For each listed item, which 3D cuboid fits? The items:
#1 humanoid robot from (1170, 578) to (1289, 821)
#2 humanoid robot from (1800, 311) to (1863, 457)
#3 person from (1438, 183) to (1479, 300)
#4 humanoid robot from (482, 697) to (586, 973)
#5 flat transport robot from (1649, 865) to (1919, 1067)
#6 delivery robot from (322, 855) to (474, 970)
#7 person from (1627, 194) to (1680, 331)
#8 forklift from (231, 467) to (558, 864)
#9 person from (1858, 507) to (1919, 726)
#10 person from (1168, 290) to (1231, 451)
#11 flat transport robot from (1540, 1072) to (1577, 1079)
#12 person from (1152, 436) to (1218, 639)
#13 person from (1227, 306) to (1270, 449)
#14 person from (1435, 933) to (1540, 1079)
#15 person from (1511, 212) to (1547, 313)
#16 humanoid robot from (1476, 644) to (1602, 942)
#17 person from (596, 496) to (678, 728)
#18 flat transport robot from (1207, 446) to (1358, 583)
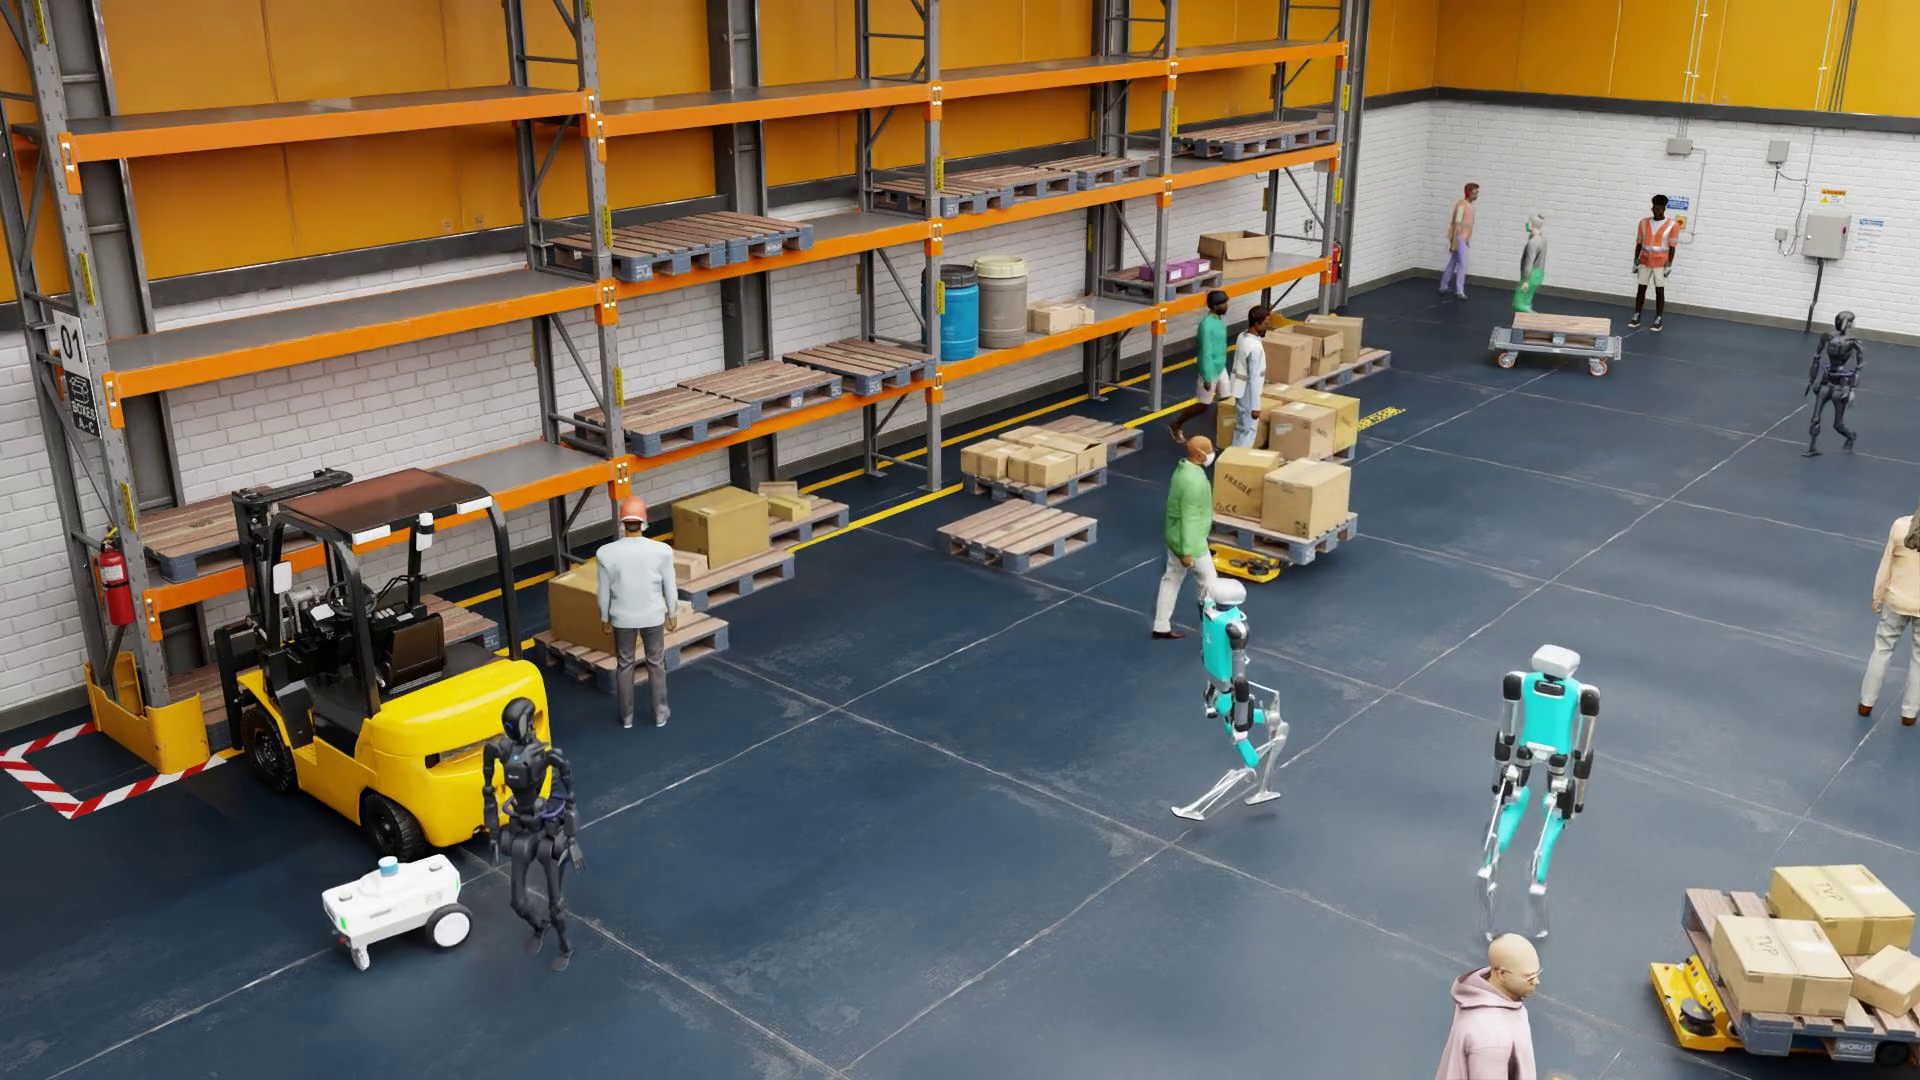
[{"bbox_3d":[1.842,1.039,10.626,1.025,1.724,0.555,-7,21,-17],"label":"humanoid robot"},{"bbox_3d":[9.616,-1.724,18.211,0.623,1.629,0.612,-10,23,-26],"label":"humanoid robot"},{"bbox_3d":[7.838,-4.709,26.112,0.591,1.804,0.632,12,23,30],"label":"person"},{"bbox_3d":[-2.330,1.607,9.188,0.590,1.649,0.395,4,21,11],"label":"humanoid robot"},{"bbox_3d":[4.498,2.479,8.835,1.431,0.231,0.659,2,20,7],"label":"flat transport robot"},{"bbox_3d":[-3.198,2.089,9.503,0.783,0.611,0.504,-15,25,-34],"label":"delivery robot"},{"bbox_3d":[9.997,-4.006,23.983,0.592,1.957,0.379,18,27,40],"label":"person"},{"bbox_3d":[-3.730,0.710,10.856,2.313,2.155,1.214,17,26,38],"label":"forklift"},{"bbox_3d":[6.910,0.458,12.017,0.566,1.865,0.403,13,24,32],"label":"person"},{"bbox_3d":[2.725,-1.866,18.372,0.814,1.824,0.496,14,25,34],"label":"person"},{"bbox_3d":[3.025,2.968,7.508,0.659,0.231,1.431,4,21,11],"label":"flat transport robot"},{"bbox_3d":[1.961,0.000,13.406,0.835,1.749,0.557,-2,20,-6],"label":"person"},{"bbox_3d":[2.985,-1.482,17.207,0.408,1.908,0.595,-2,20,-5],"label":"person"},{"bbox_3d":[2.140,2.397,6.868,0.400,1.780,0.535,5,21,13],"label":"person"},{"bbox_3d":[8.013,-3.680,23.275,0.493,1.824,0.540,14,25,34],"label":"person"},{"bbox_3d":[3.196,1.534,9.350,0.532,1.805,0.774,11,23,28],"label":"humanoid robot"},{"bbox_3d":[-2.323,0.522,12.009,0.572,1.742,0.352,-3,21,-9],"label":"person"},{"bbox_3d":[2.887,0.056,15.399,0.659,0.231,1.431,16,26,37],"label":"flat transport robot"}]
